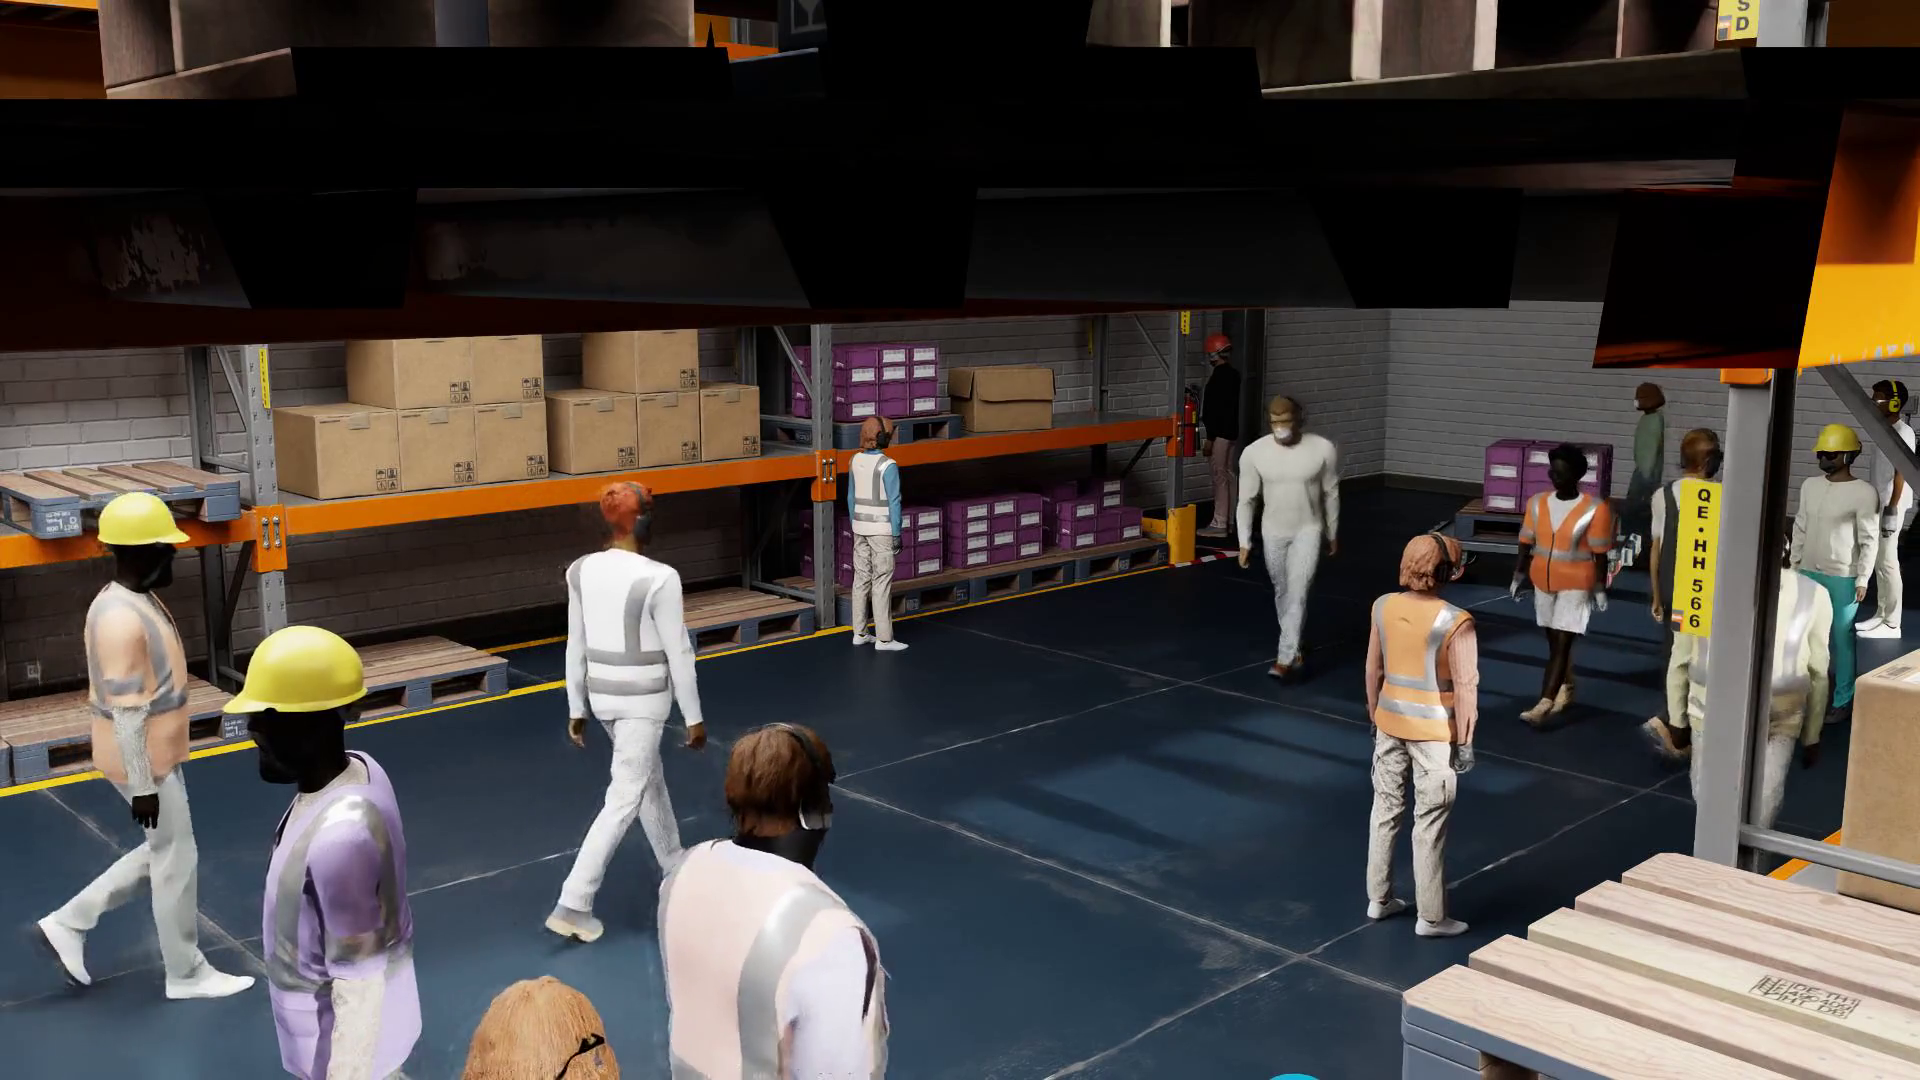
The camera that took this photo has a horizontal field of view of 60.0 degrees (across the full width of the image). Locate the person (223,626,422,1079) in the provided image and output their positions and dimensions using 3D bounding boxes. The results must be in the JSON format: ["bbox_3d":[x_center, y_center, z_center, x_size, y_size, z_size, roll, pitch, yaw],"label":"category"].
[{"bbox_3d":[-1.423,1.139,3.799,0.369,1.928,0.586,-4,10,-21],"label":"person"}]

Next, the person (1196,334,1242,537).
[{"bbox_3d":[2.533,-1.022,16.284,0.392,1.985,0.610,5,11,29],"label":"person"}]

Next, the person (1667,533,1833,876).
[{"bbox_3d":[3.199,0.697,6.774,0.593,1.804,0.811,6,11,31],"label":"person"}]

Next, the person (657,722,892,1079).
[{"bbox_3d":[-0.402,1.275,3.354,0.546,1.815,0.633,-8,13,-39],"label":"person"}]

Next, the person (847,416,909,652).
[{"bbox_3d":[-0.583,-0.042,11.562,0.309,1.638,0.522,-9,13,-41],"label":"person"}]

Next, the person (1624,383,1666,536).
[{"bbox_3d":[6.262,-0.616,15.000,0.695,1.610,0.500,0,10,3],"label":"person"}]

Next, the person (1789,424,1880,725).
[{"bbox_3d":[5.106,0.197,9.788,0.312,1.767,0.533,-4,11,-23],"label":"person"}]

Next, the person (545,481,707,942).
[{"bbox_3d":[-1.367,0.677,6.795,0.584,1.844,0.985,7,12,35],"label":"person"}]

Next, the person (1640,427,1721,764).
[{"bbox_3d":[3.887,0.318,8.884,0.539,1.834,0.533,-5,11,-27],"label":"person"}]

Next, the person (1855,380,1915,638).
[{"bbox_3d":[6.660,-0.220,11.972,0.324,1.862,0.511,3,10,16],"label":"person"}]

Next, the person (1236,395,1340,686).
[{"bbox_3d":[2.116,-0.015,10.771,0.634,1.851,1.079,3,10,18],"label":"person"}]

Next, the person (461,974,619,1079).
[{"bbox_3d":[-0.610,1.481,2.732,0.519,1.591,0.818,9,13,41],"label":"person"}]

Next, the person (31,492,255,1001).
[{"bbox_3d":[-3.004,0.773,6.008,0.658,1.909,0.592,-3,10,-19],"label":"person"}]

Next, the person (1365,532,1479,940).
[{"bbox_3d":[1.856,0.783,6.725,0.313,1.639,0.517,-7,12,-35],"label":"person"}]

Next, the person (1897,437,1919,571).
[{"bbox_3d":[8.174,-0.630,13.826,1.017,2.000,0.697,4,11,23],"label":"person"}]

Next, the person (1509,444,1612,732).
[{"bbox_3d":[3.462,0.269,9.699,0.843,1.647,0.541,-7,12,-37],"label":"person"}]
